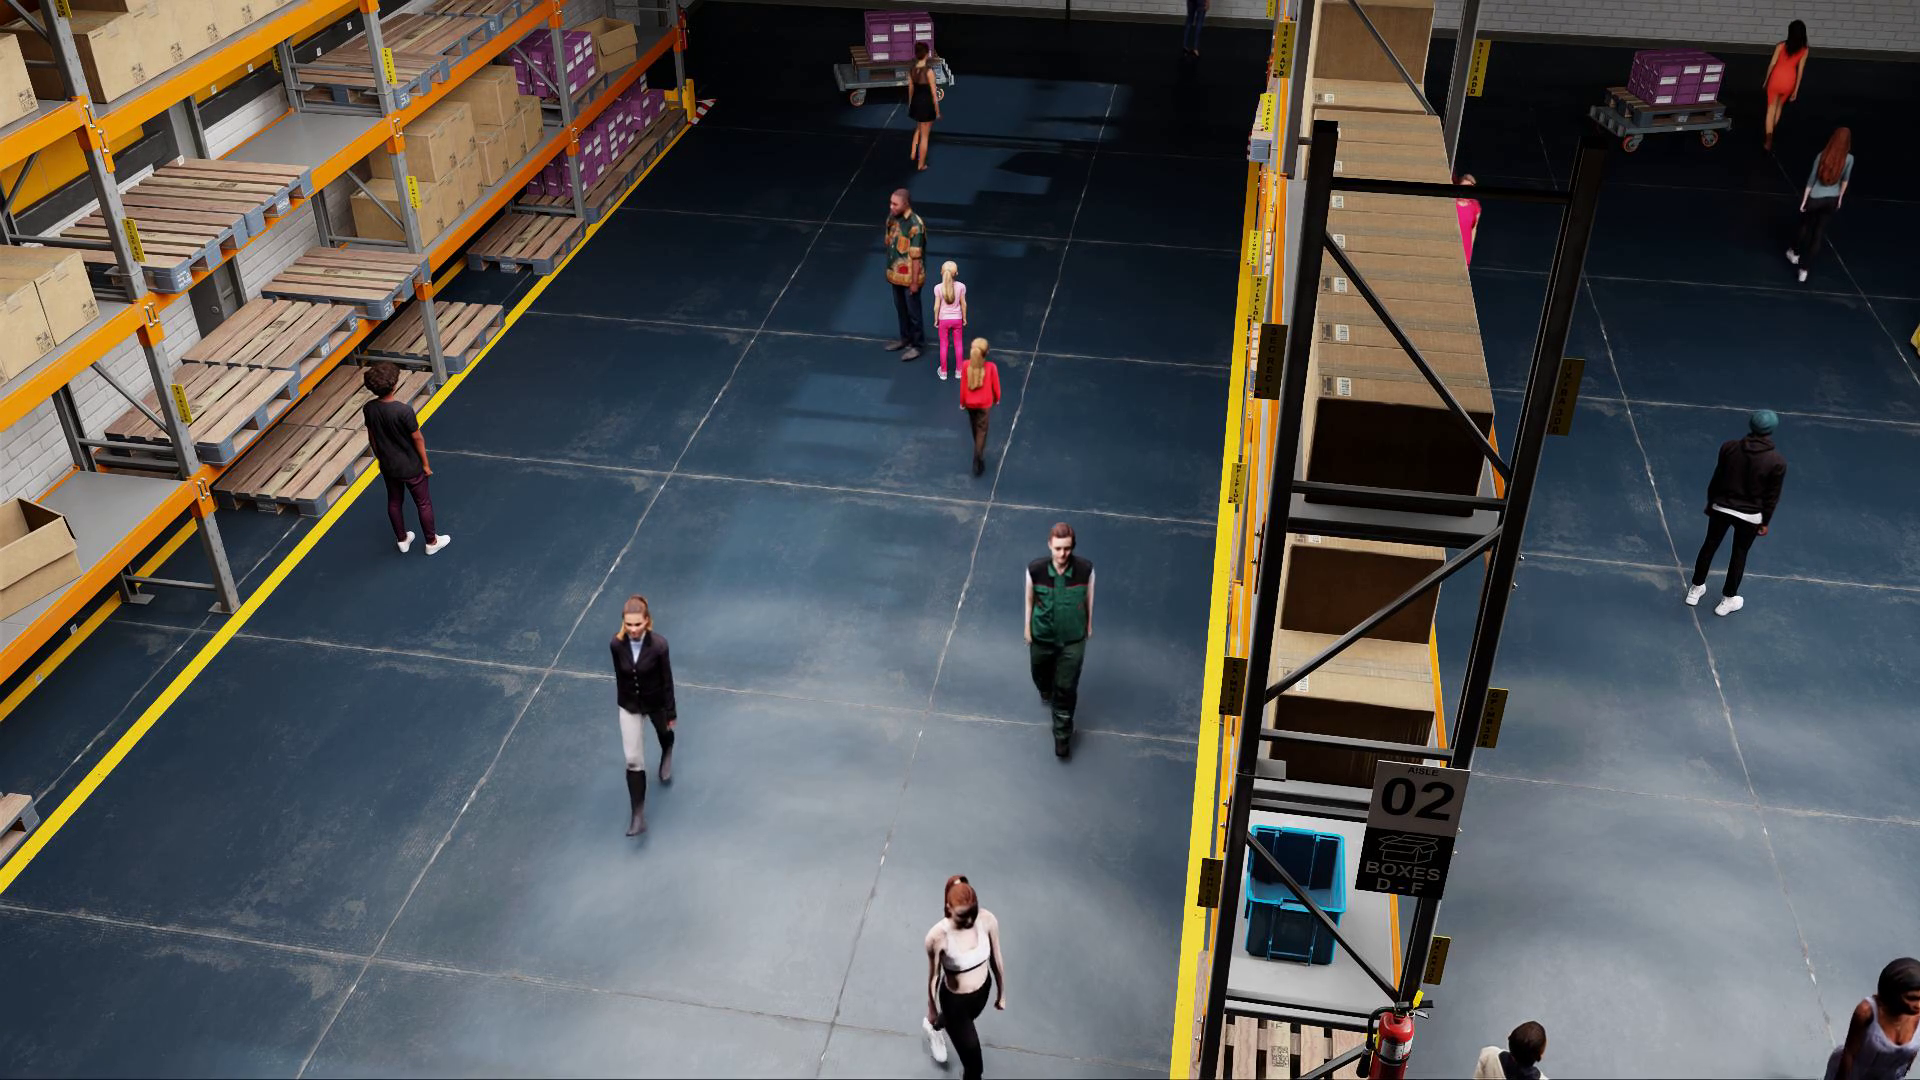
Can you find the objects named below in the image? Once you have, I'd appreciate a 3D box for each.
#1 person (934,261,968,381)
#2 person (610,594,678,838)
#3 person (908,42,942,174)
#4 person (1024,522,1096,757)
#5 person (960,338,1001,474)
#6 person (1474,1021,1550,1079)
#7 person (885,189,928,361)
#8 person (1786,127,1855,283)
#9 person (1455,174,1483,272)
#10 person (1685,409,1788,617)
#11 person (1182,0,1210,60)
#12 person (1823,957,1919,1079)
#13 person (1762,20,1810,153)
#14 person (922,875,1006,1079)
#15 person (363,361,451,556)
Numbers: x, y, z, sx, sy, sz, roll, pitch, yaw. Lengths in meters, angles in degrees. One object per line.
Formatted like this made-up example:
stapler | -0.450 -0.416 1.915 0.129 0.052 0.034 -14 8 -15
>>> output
person | -0.092 -2.217 16.695 0.537 1.271 0.574 -3 34 -4
person | -2.117 1.091 11.357 0.695 1.670 1.230 1 34 2
person | -0.533 -5.508 21.285 0.717 1.670 0.767 26 41 33
person | 0.701 0.625 11.921 0.736 1.822 1.077 1 34 2
person | 0.164 -1.221 15.215 0.568 1.250 0.933 9 35 13
person | 2.799 3.037 8.626 0.652 1.452 0.667 27 42 34
person | -0.533 -2.734 16.990 0.868 1.806 0.819 -24 41 -32
person | 9.609 -3.709 18.536 0.657 1.718 0.929 9 35 13
person | 5.214 -3.086 17.624 0.605 1.690 1.037 5 34 7
person | 6.183 -0.241 13.228 0.763 1.818 0.764 26 42 33
person | 3.593 -8.212 25.247 0.693 1.789 0.659 -27 42 -35
person | 4.745 2.779 8.807 0.581 1.683 0.736 4 34 6
person | 10.819 -5.935 21.927 0.562 1.671 1.105 6 34 9
person | -0.013 2.488 9.226 1.066 1.703 1.210 -17 37 -23
person | -4.686 -0.682 13.923 0.615 1.783 0.544 5 34 8
